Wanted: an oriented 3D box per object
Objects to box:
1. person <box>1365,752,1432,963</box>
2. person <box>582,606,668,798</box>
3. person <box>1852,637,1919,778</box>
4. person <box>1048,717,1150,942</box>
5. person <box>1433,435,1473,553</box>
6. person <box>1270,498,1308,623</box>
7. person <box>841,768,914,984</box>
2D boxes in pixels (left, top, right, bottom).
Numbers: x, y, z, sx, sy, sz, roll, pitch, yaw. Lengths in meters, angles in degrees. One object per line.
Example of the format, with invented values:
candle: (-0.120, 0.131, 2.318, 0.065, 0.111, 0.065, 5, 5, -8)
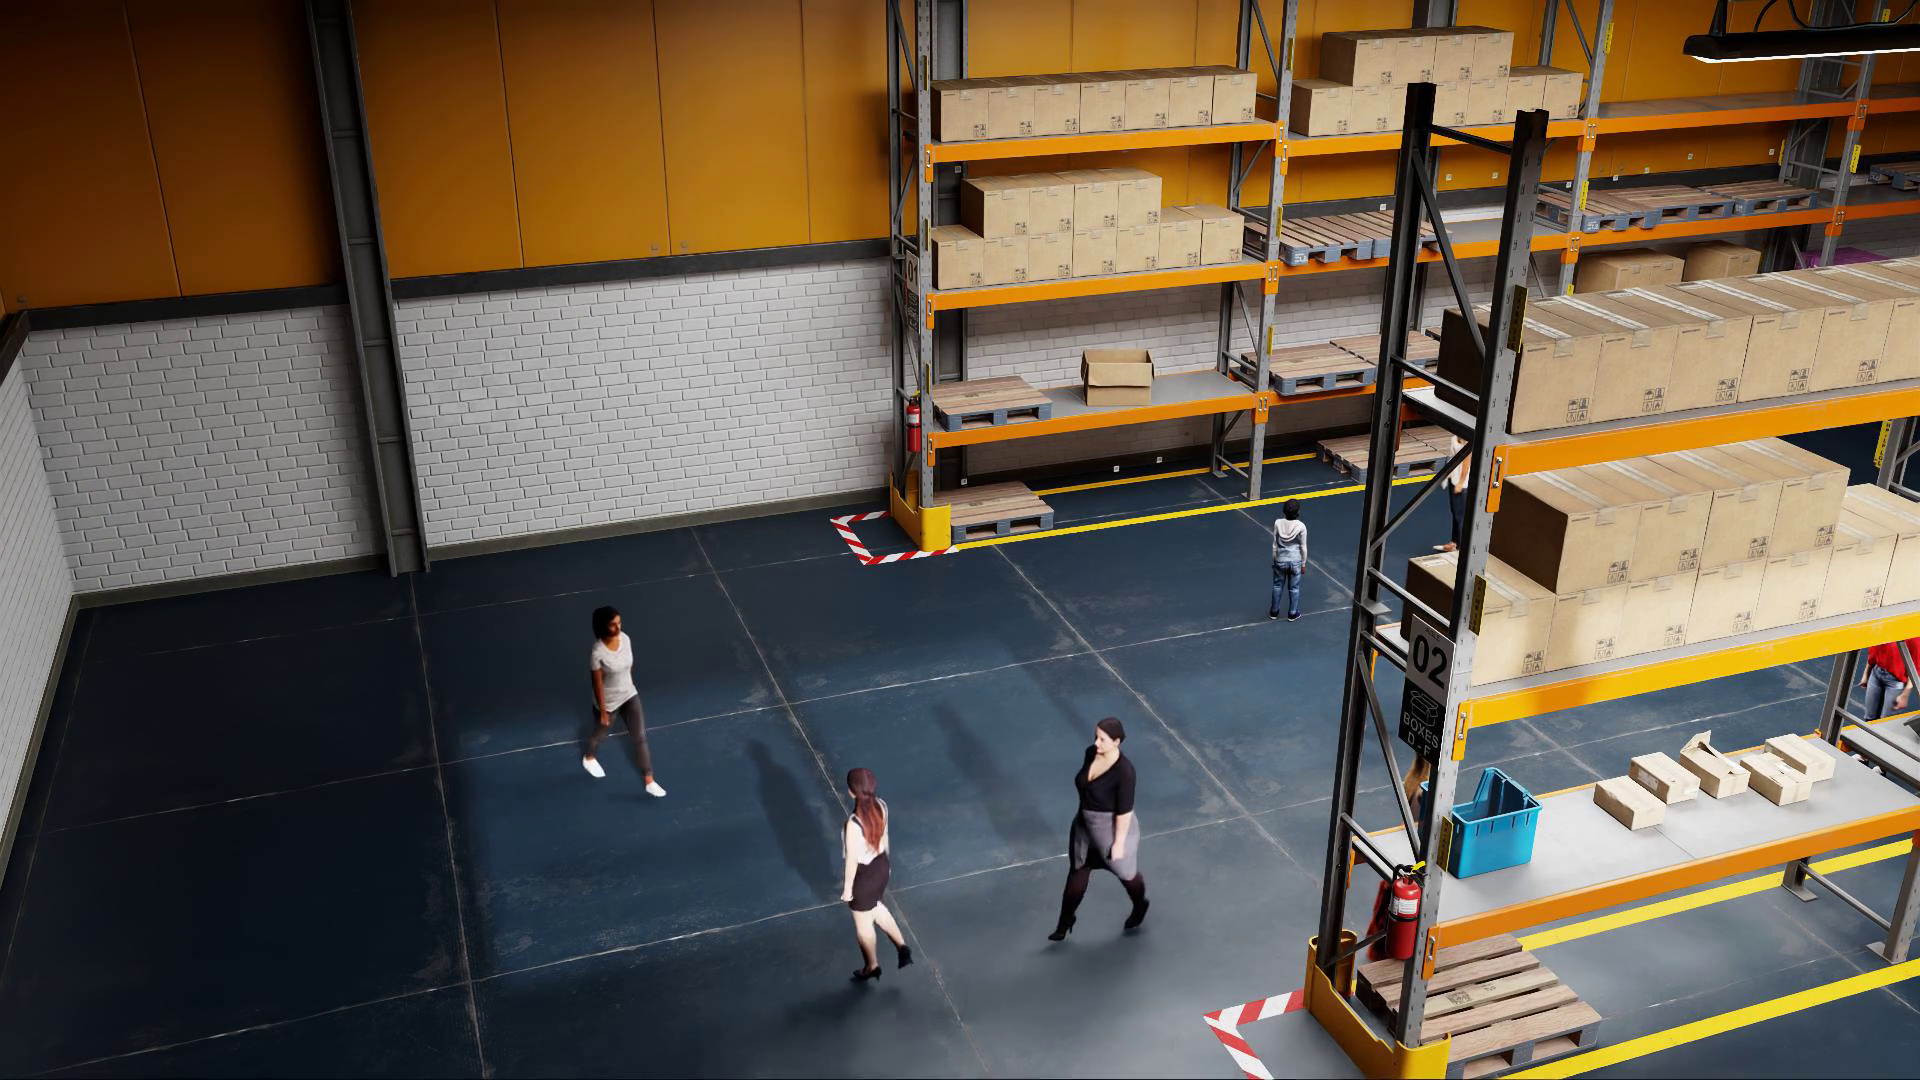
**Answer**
person: (3.023, 2.101, 11.138, 0.770, 1.797, 0.731, 4, 24, 8)
person: (-2.823, 1.272, 13.287, 1.024, 1.596, 1.135, 18, 30, 36)
person: (7.496, 1.156, 13.418, 0.505, 1.703, 0.627, -7, 25, -16)
person: (1.087, 1.992, 11.480, 1.065, 1.724, 0.817, -15, 28, -30)
person: (5.266, -0.643, 17.432, 0.676, 1.783, 0.673, 4, 24, 8)
person: (3.190, 0.183, 16.197, 0.566, 1.260, 0.633, 9, 25, 19)
person: (-0.539, 2.261, 10.969, 0.822, 1.641, 0.766, 12, 26, 25)
